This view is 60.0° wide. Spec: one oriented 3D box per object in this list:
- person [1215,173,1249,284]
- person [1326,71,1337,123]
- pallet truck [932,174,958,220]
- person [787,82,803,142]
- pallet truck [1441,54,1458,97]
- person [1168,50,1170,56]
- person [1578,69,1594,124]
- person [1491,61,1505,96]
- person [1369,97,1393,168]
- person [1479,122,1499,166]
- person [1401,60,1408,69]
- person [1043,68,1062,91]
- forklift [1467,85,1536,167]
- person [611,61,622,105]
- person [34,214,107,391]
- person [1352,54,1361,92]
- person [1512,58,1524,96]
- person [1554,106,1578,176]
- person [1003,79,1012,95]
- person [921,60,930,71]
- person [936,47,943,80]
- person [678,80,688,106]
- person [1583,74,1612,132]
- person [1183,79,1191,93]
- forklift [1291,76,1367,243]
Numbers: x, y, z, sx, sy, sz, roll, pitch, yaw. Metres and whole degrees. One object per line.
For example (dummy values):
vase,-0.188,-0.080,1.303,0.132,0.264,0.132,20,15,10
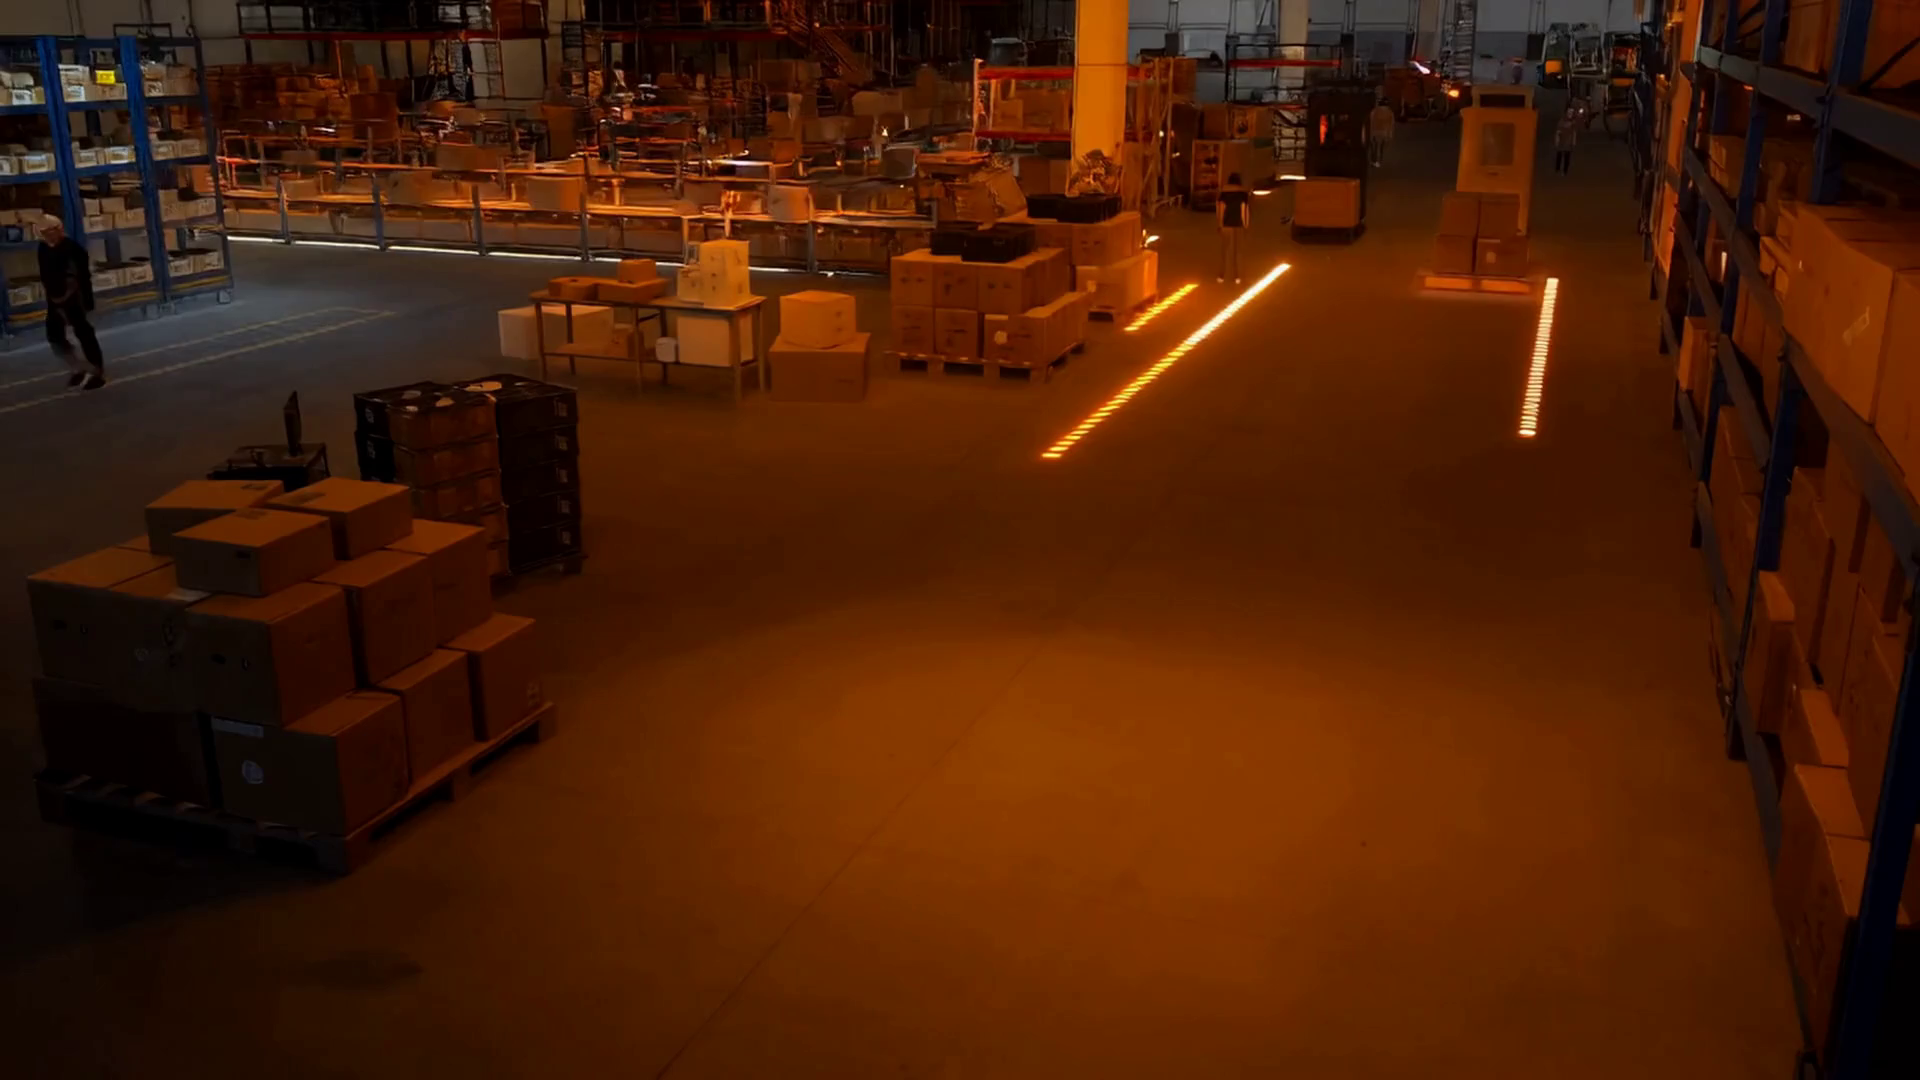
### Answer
person,4.035,-4.628,24.721,0.503,1.631,0.283,4,18,12
person,12.852,-15.219,57.526,0.399,1.924,0.583,-2,18,-5
pallet truck,-0.507,-5.292,27.348,0.653,1.274,1.630,6,19,19
person,-5.029,-13.026,50.779,0.521,1.840,0.487,4,18,12
pallet truck,22.765,-21.886,78.355,0.823,1.965,1.885,-4,18,-14
person,10.920,-24.775,87.544,0.614,1.932,0.482,-7,19,-22
person,22.519,-15.933,59.749,0.370,1.935,0.550,2,18,7
person,25.745,-22.039,79.414,0.533,1.649,0.855,-6,19,-18
person,10.953,-10.611,43.293,0.588,1.782,0.989,8,20,25
person,11.029,-7.913,34.673,0.911,1.862,0.648,4,18,11
person,19.645,-20.427,74.059,0.766,1.814,0.657,1,18,4
person,3.337,-15.857,59.341,0.672,2.000,0.536,6,19,18
forklift,8.284,-5.601,25.755,1.129,2.768,1.873,6,19,18
person,-14.671,-19.505,71.076,0.469,1.871,0.614,10,20,29
person,-9.463,-2.514,17.680,0.758,1.875,0.497,8,19,24
person,19.256,-22.586,80.664,0.364,1.930,0.588,12,21,33
person,26.789,-22.174,79.675,0.536,1.735,0.757,-5,18,-15
person,14.964,-9.875,41.116,0.544,1.683,0.564,5,18,14
person,1.774,-17.800,65.512,1.037,1.994,0.639,-2,18,-8
person,-1.682,-20.864,75.467,0.962,1.793,0.640,-9,20,-27
person,-1.212,-27.179,95.010,0.435,1.980,0.659,-7,19,-20
person,-9.126,-14.349,55.147,0.879,1.741,0.532,3,18,8
person,21.491,-14.661,55.818,1.033,1.915,0.608,-2,18,-5
person,7.737,-14.974,57.160,0.495,1.684,0.536,5,18,15
forklift,6.598,-6.755,29.381,1.129,2.768,1.873,6,19,19
